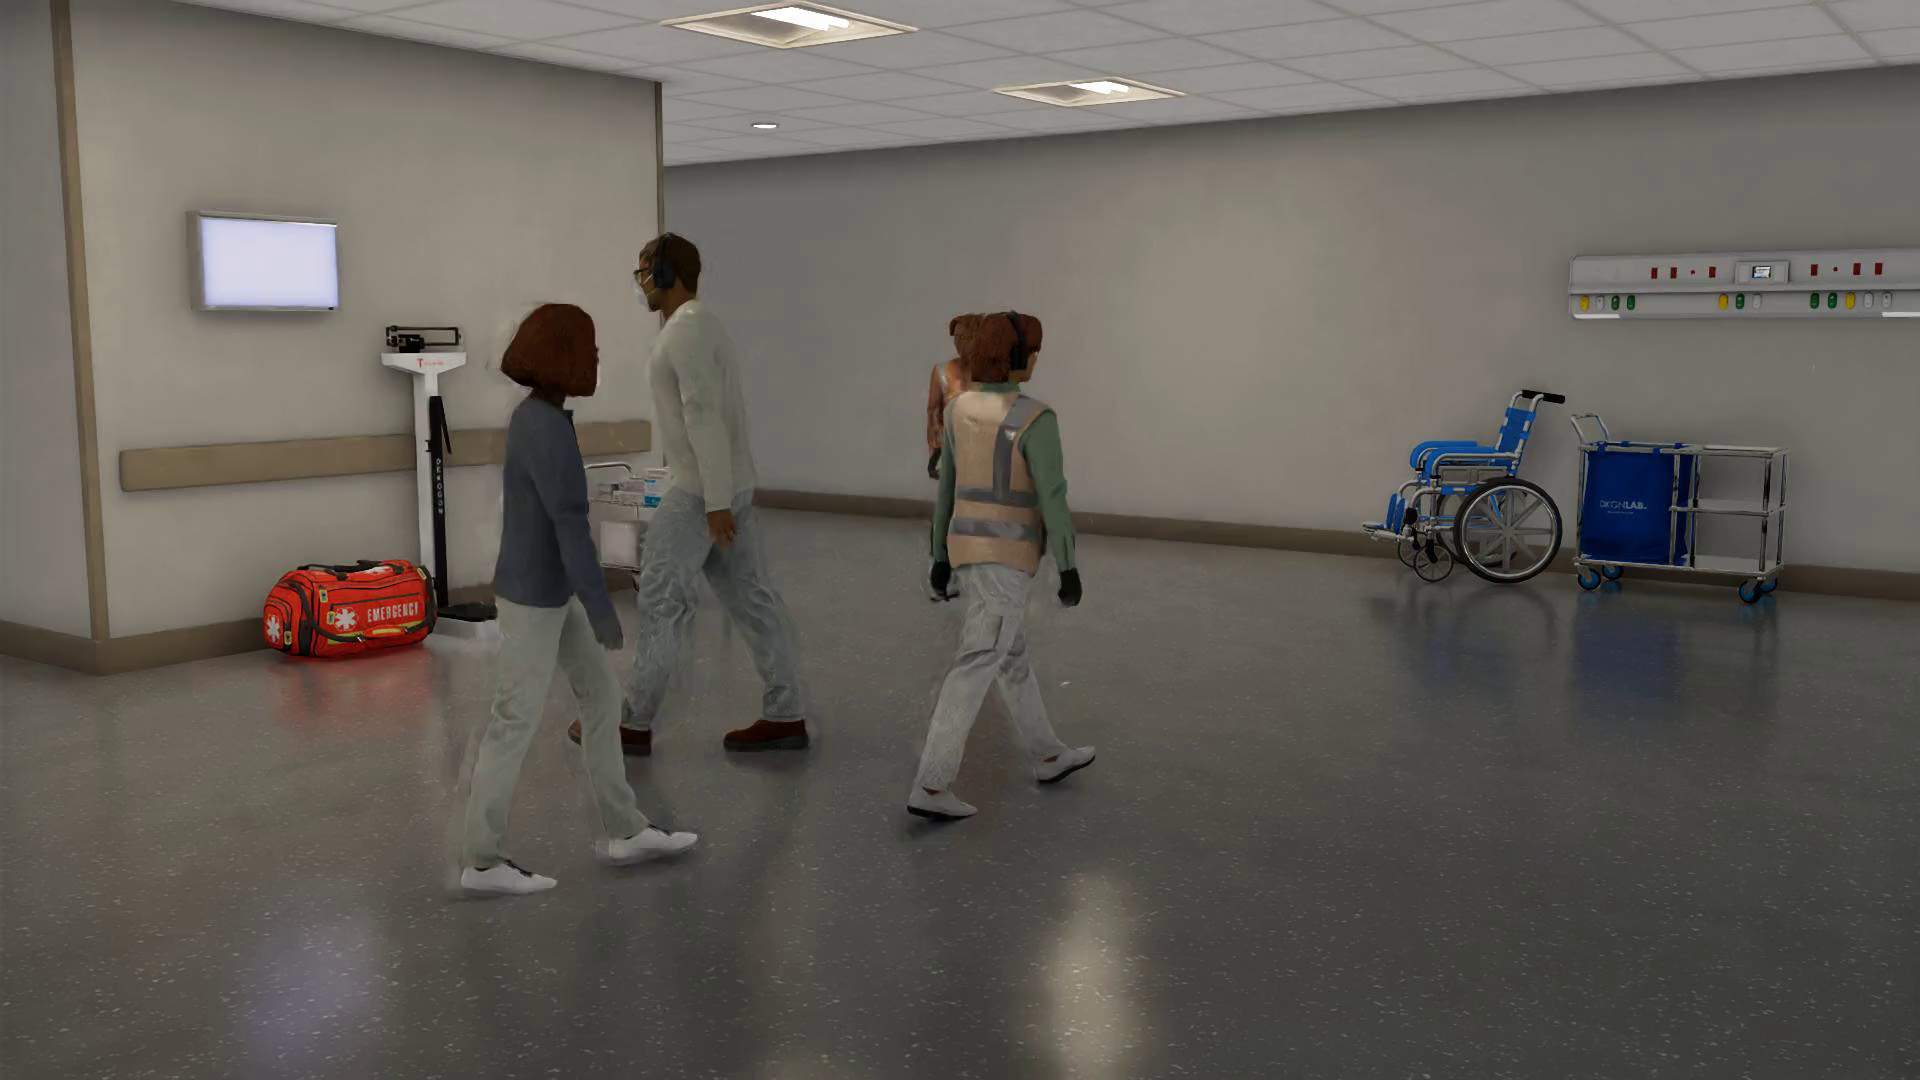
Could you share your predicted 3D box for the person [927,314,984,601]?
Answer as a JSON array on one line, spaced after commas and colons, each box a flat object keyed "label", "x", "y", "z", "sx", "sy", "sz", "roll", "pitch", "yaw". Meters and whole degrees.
[{"label": "person", "x": 0.063, "y": -0.458, "z": 9.448, "sx": 0.521, "sy": 1.636, "sz": 0.311, "roll": 2, "pitch": 7, "yaw": 16}]

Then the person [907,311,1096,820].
[{"label": "person", "x": 0.138, "y": 0.072, "z": 5.335, "sx": 0.870, "sy": 1.597, "sz": 0.533, "roll": -5, "pitch": 9, "yaw": -36}]

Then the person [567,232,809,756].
[{"label": "person", "x": -1.002, "y": -0.158, "z": 6.042, "sx": 0.967, "sy": 1.882, "sz": 0.652, "roll": 0, "pitch": 7, "yaw": 1}]

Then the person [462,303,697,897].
[{"label": "person", "x": -1.031, "y": 0.170, "z": 4.538, "sx": 0.752, "sy": 1.604, "sz": 0.507, "roll": -2, "pitch": 7, "yaw": -13}]
